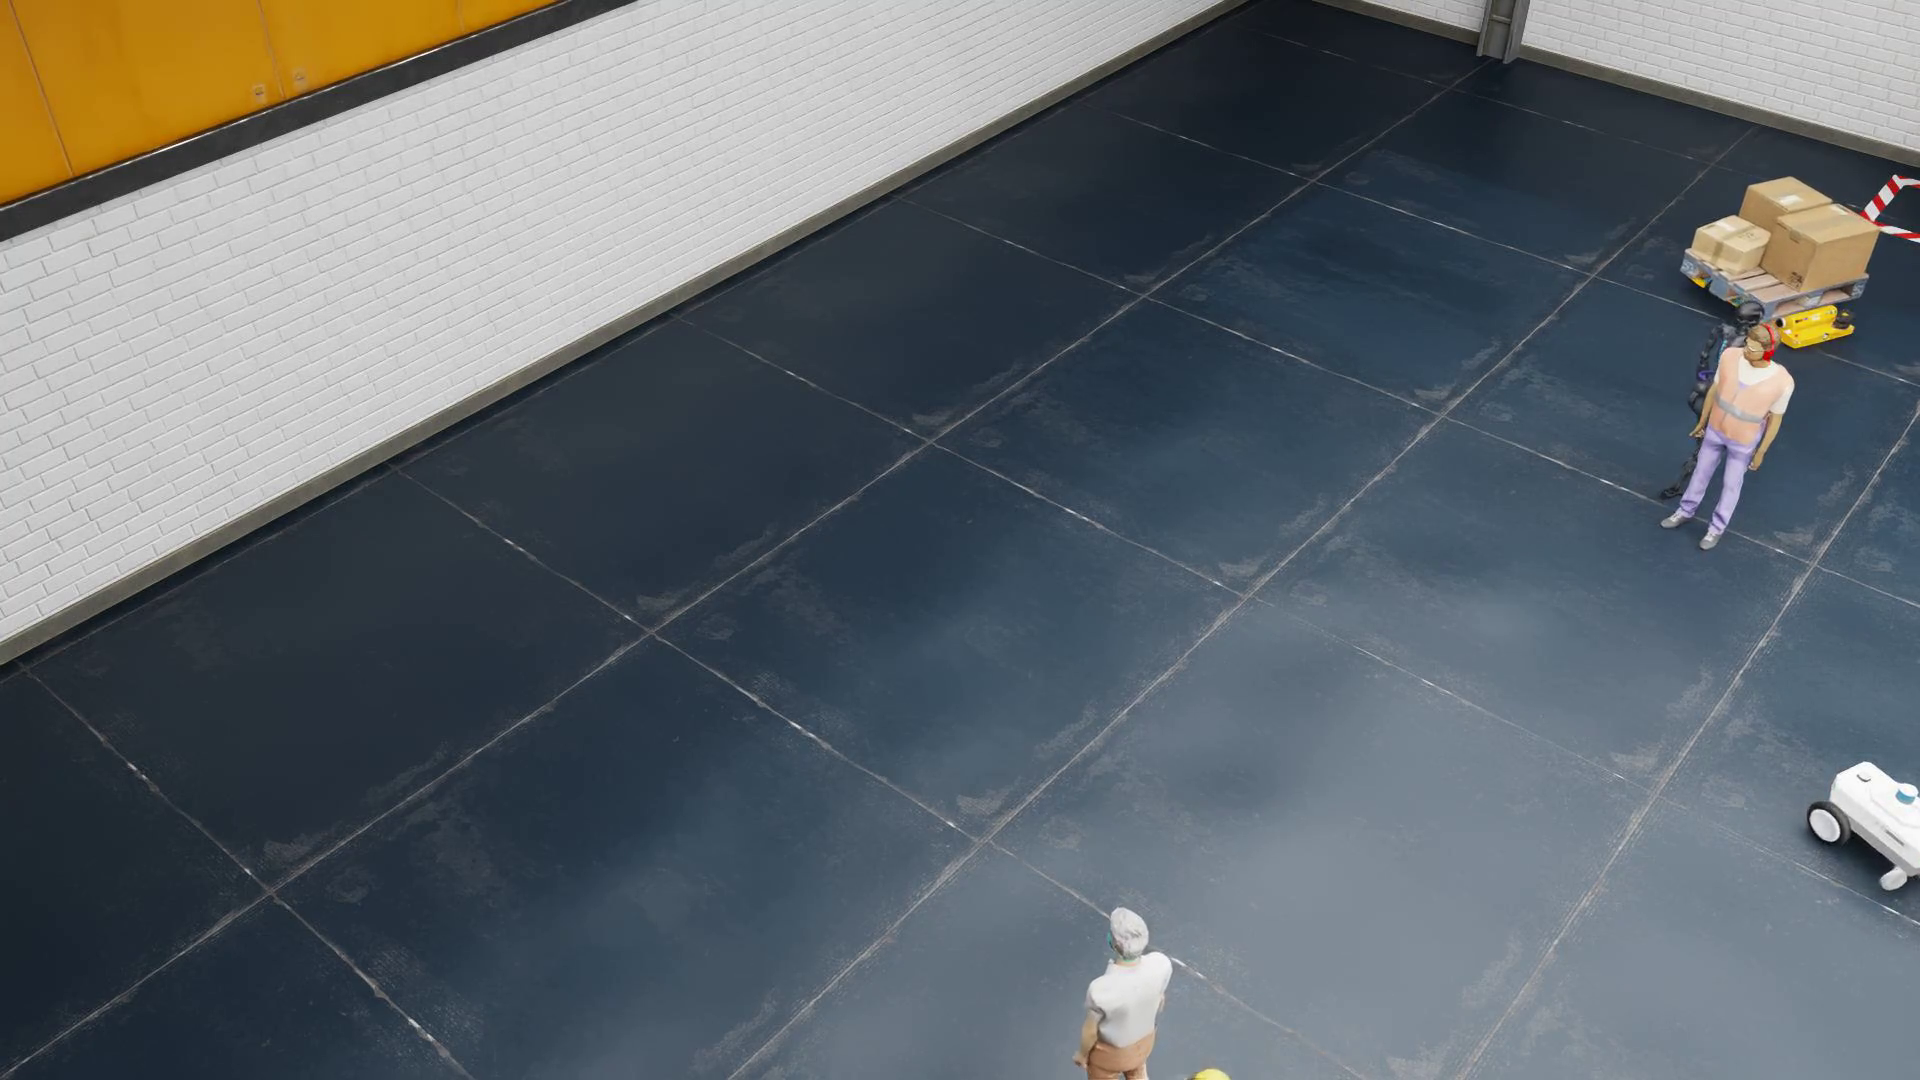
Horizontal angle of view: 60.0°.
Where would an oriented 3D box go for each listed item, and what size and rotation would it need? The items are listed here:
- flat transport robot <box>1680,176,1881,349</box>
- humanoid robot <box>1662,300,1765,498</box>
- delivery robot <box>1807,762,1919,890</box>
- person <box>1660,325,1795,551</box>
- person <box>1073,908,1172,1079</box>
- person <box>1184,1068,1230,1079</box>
[{"bbox_3d":[7.294,-2.211,15.031,0.659,0.231,1.431,-14,41,-17],"label":"flat transport robot"},{"bbox_3d":[5.745,-1.075,12.510,0.654,1.635,0.601,-14,41,-17],"label":"humanoid robot"},{"bbox_3d":[5.544,1.688,9.978,0.523,0.614,0.785,-18,42,-21],"label":"delivery robot"},{"bbox_3d":[5.579,-0.759,11.977,0.394,1.840,0.562,-24,45,-27],"label":"person"},{"bbox_3d":[0.782,2.428,8.105,0.471,1.737,0.322,-21,43,-24],"label":"person"},{"bbox_3d":[1.065,2.891,7.546,0.553,1.703,0.559,30,48,32],"label":"person"}]
